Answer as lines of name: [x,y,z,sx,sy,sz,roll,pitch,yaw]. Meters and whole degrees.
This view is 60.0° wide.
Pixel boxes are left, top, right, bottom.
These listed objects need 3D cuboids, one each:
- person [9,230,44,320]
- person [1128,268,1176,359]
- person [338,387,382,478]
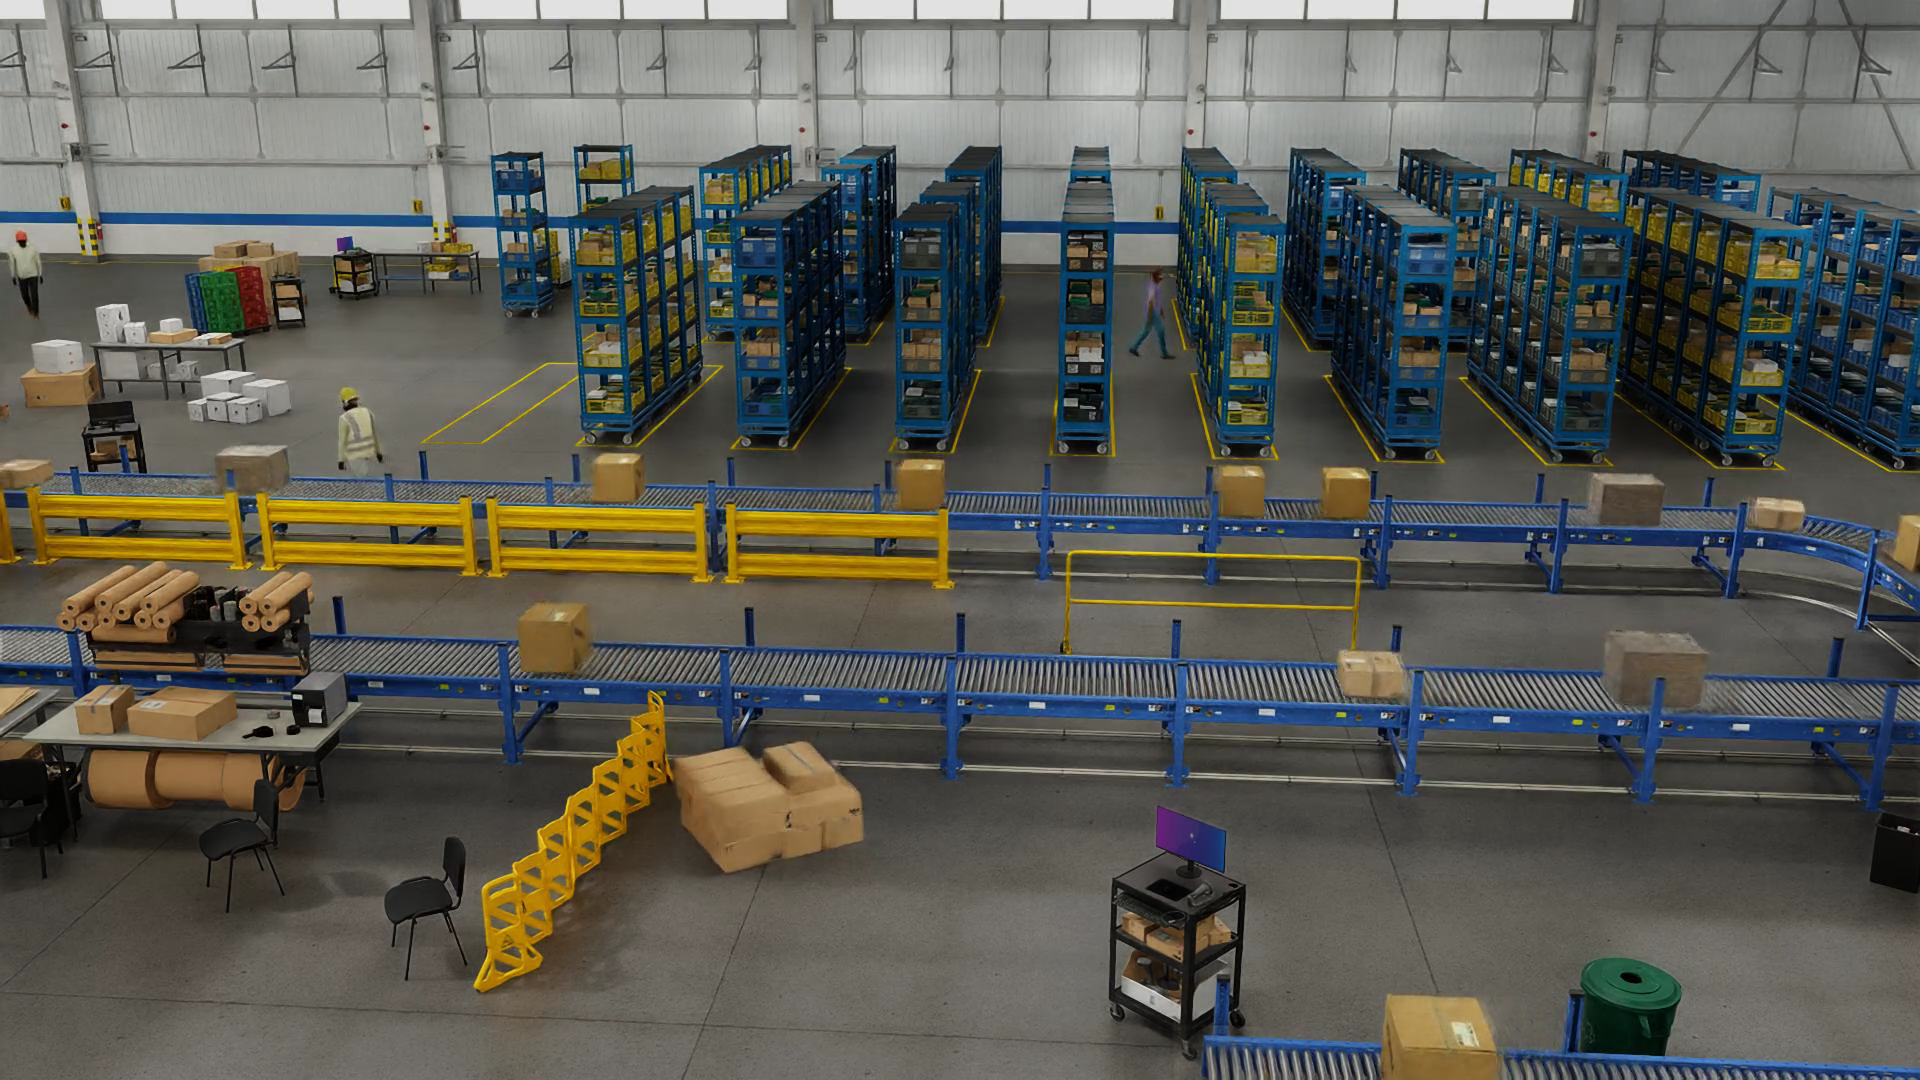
person: [-20.822,-5.934,37.147,0.635,1.976,0.581,-8,19,-25]
person: [3.782,-4.482,32.834,0.933,1.804,0.577,3,18,9]
person: [-8.034,-1.170,22.356,0.917,1.789,0.616,6,19,19]
